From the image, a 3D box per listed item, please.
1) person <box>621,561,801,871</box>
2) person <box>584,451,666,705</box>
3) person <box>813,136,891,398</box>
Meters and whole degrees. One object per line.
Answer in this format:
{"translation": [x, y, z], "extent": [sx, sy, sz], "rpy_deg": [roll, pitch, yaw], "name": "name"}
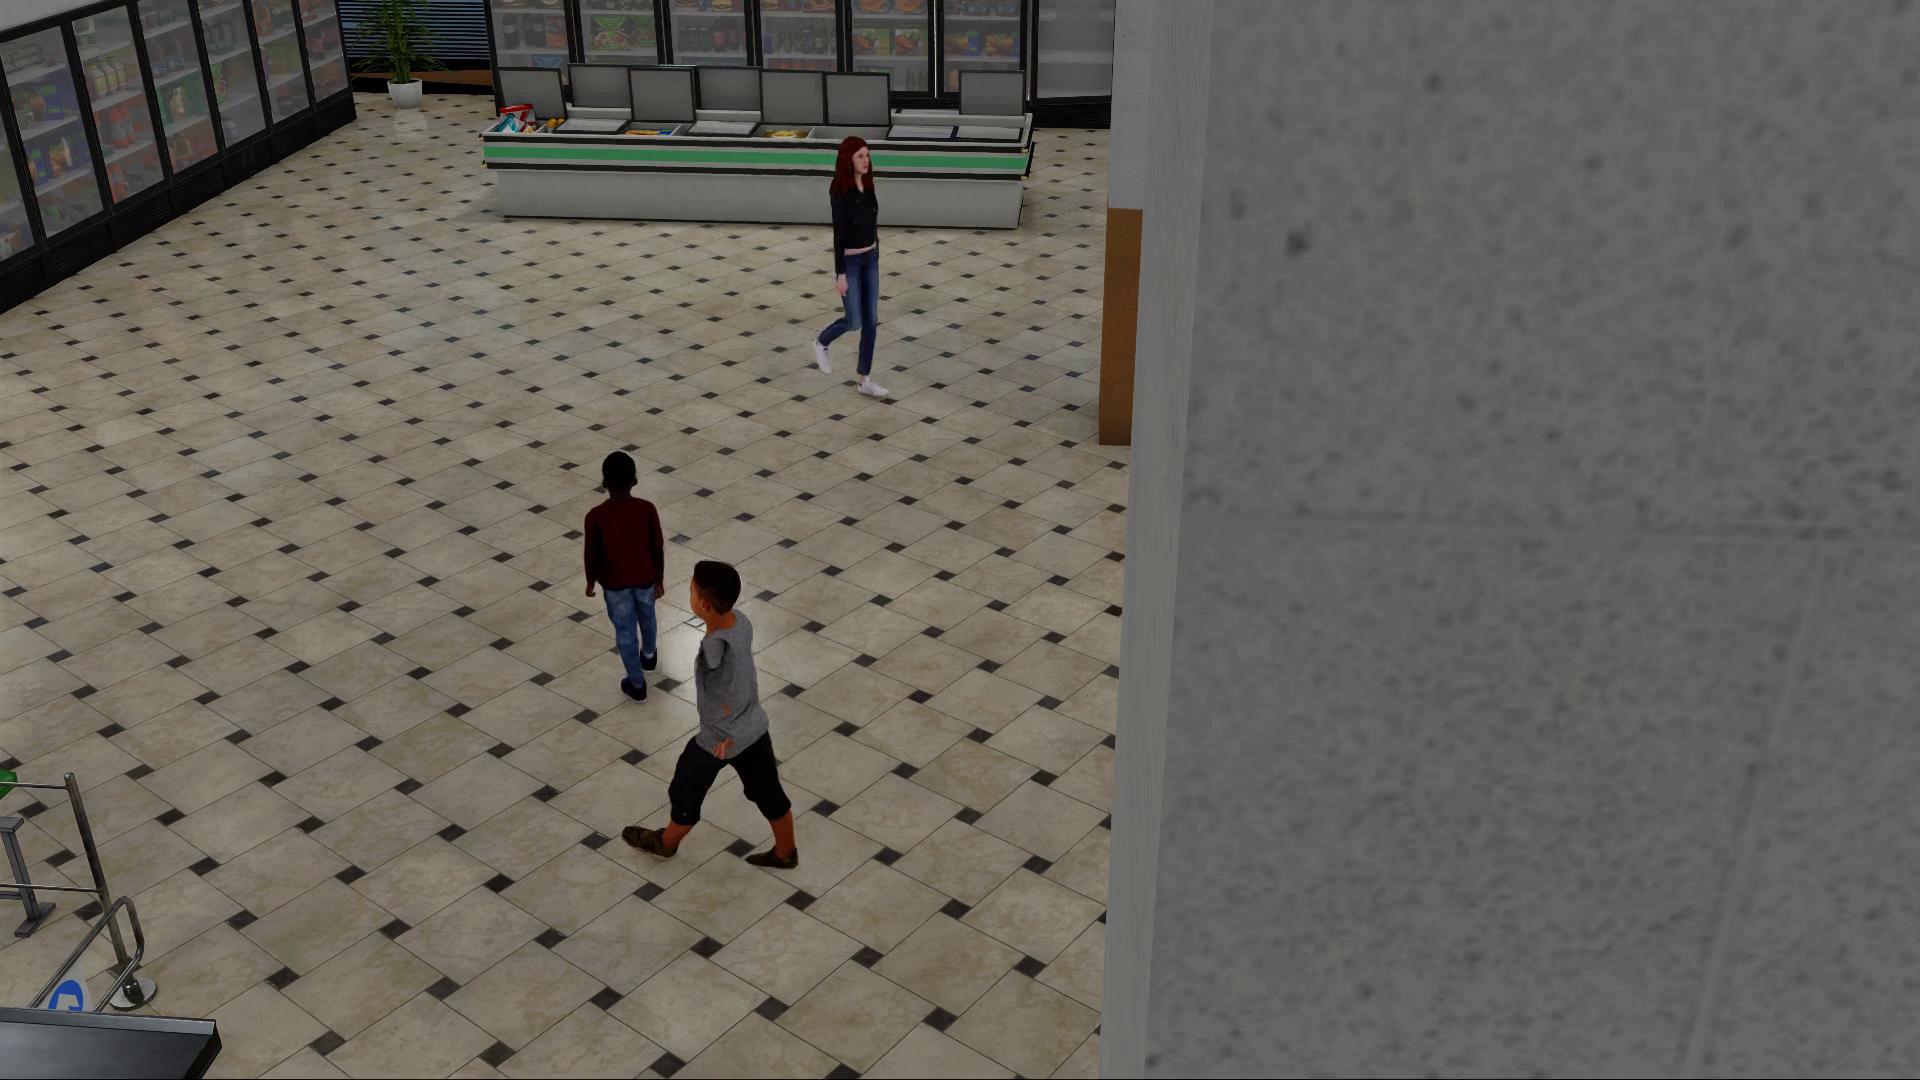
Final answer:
{"translation": [-0.846, 0.705, 6.592], "extent": [1.009, 1.428, 0.690], "rpy_deg": [6, 28, 12], "name": "person"}
{"translation": [-1.537, 0.200, 7.793], "extent": [0.689, 1.242, 0.732], "rpy_deg": [-15, 30, -26], "name": "person"}
{"translation": [-0.765, -1.829, 11.201], "extent": [0.971, 1.777, 0.858], "rpy_deg": [21, 34, 35], "name": "person"}
